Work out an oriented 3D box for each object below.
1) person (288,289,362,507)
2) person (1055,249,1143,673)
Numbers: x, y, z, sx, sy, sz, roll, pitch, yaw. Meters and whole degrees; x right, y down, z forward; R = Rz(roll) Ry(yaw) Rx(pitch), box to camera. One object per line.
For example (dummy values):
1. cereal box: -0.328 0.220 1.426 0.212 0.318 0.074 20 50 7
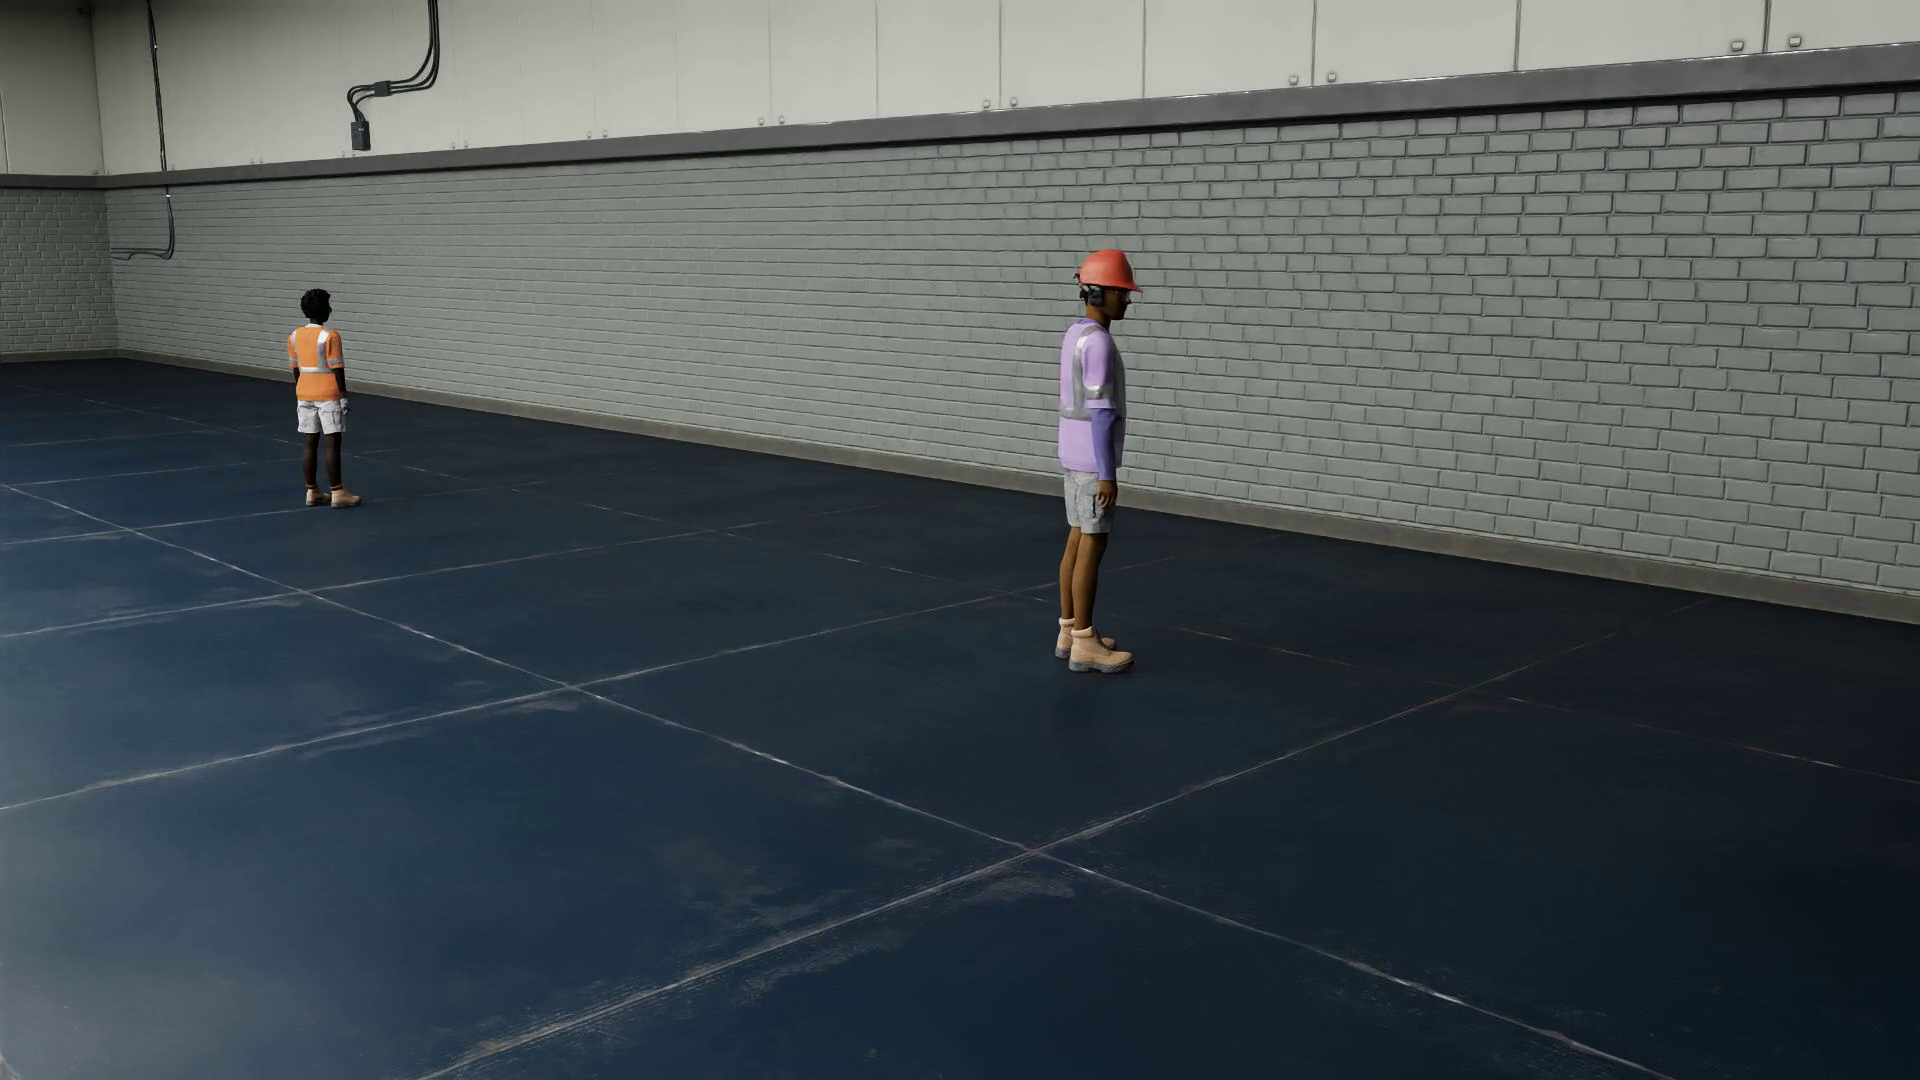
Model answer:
1. person: -4.990 -1.109 13.014 0.532 1.697 0.319 5 11 25
2. person: 0.682 -0.392 8.164 0.387 2.039 0.615 -2 11 -8
